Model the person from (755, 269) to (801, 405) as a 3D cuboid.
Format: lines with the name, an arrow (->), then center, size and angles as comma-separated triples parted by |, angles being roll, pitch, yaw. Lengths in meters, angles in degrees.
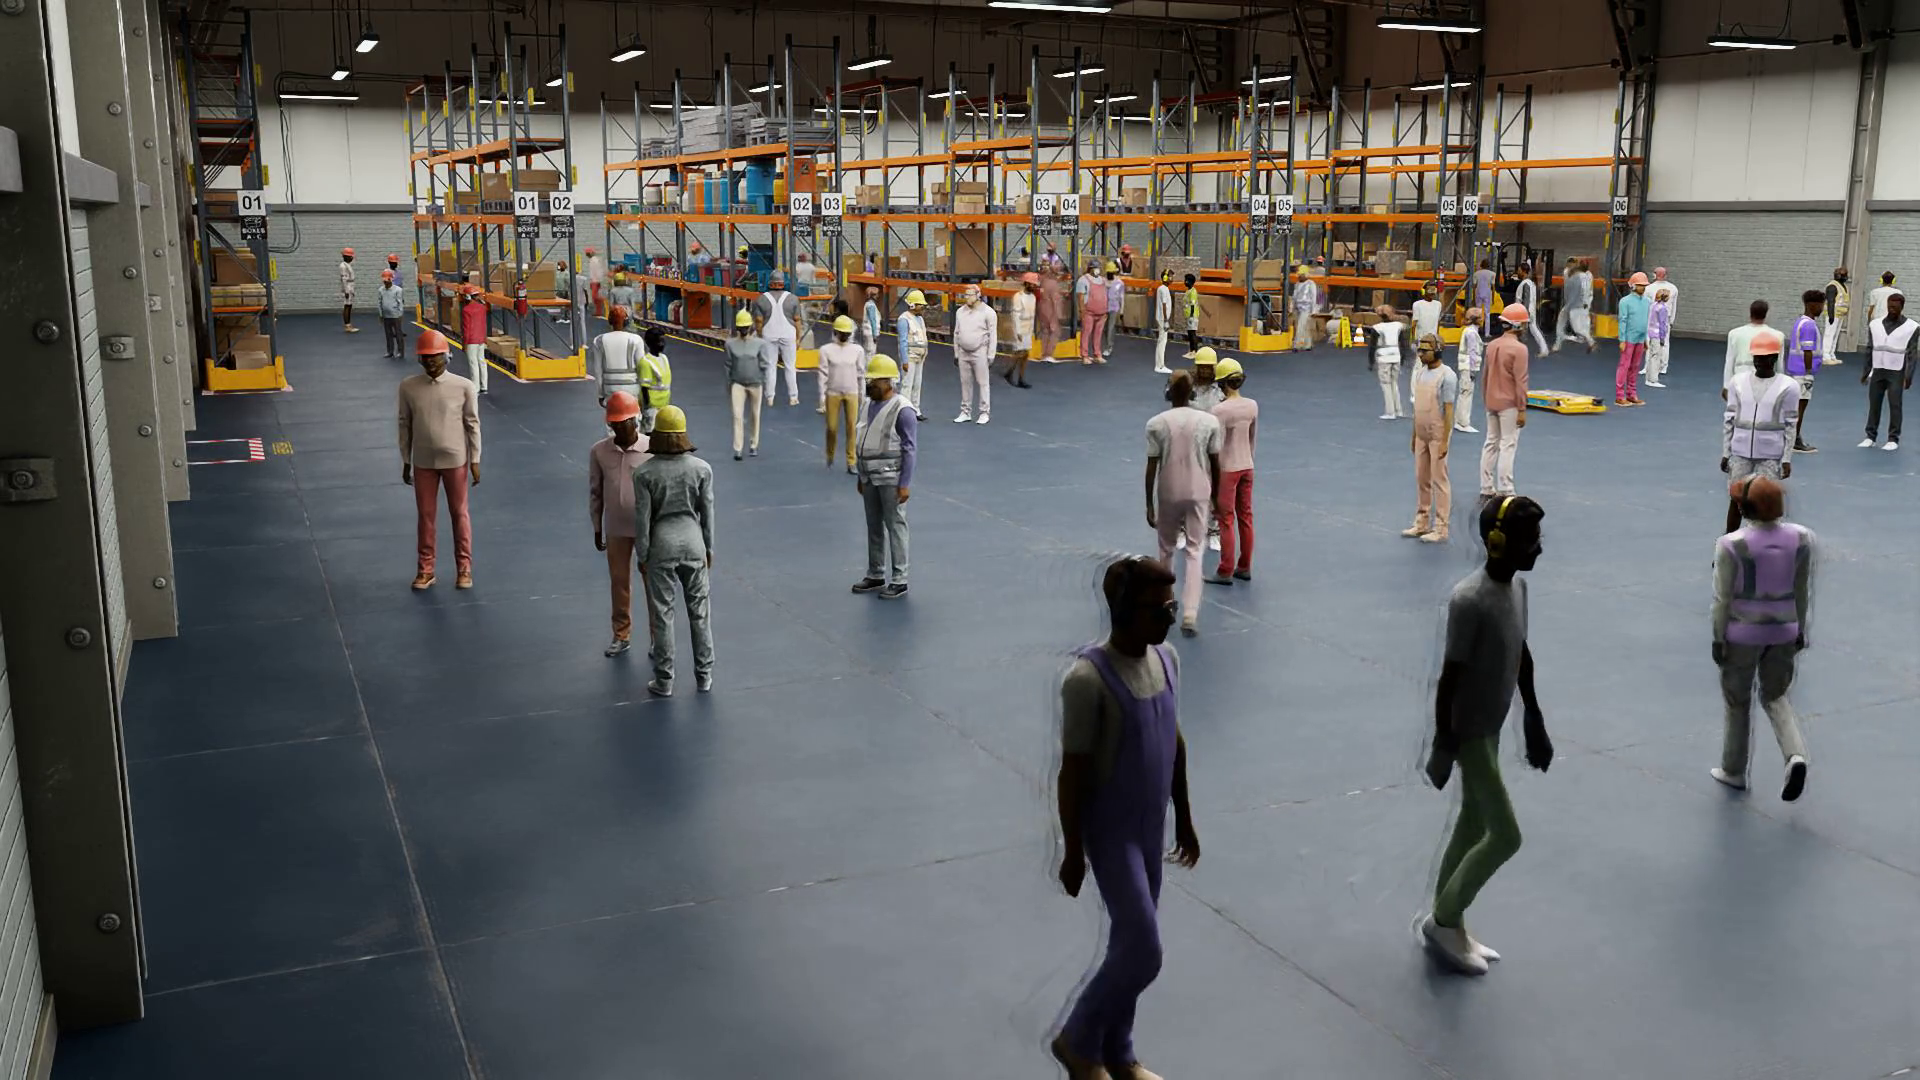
person -> -2.726, -3.043, 24.996 | 0.673, 2.000, 0.536 | -1, 11, -5

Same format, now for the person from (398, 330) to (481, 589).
person -> -3.985, -0.611, 12.749 | 0.612, 1.996, 0.388 | -1, 11, -3

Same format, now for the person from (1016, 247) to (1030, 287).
person -> 1.888, -7.523, 48.106 | 0.611, 1.903, 0.448 | -5, 12, -23

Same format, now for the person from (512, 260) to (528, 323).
person -> -11.567, -6.582, 43.646 | 0.576, 1.779, 0.962 | 1, 11, 3

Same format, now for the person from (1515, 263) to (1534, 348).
person -> 10.892, -4.394, 32.171 | 0.380, 1.918, 0.596 | 2, 11, 12

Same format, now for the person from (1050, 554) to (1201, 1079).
person -> 0.548, 0.941, 5.303 | 0.413, 1.831, 0.524 | 8, 14, 36

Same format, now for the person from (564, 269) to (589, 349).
person -> -8.113, -4.964, 35.230 | 0.510, 1.861, 0.326 | -2, 11, -8

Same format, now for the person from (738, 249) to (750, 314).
person -> -6.085, -7.260, 46.920 | 0.502, 1.849, 0.561 | -4, 12, -20

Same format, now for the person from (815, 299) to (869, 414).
person -> -1.630, -2.650, 24.017 | 0.934, 1.645, 0.531 | -7, 13, -33

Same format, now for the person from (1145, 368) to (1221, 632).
person -> 1.540, -0.280, 11.517 | 0.522, 1.818, 0.744 | 2, 11, 9

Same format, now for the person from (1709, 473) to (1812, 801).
person -> 3.934, 0.484, 8.129 | 0.534, 1.619, 0.564 | -1, 11, -6

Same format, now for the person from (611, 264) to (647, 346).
person -> -7.107, -4.972, 35.422 | 0.956, 1.788, 0.565 | 9, 14, 38

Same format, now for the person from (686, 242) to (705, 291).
person -> -7.764, -7.647, 48.449 | 0.627, 2.018, 0.795 | 5, 12, 25

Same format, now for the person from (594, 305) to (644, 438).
person -> -3.669, -1.600, 18.065 | 0.575, 1.883, 0.355 | 1, 11, 6

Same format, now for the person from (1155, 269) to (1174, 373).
person -> 3.704, -3.955, 30.087 | 0.328, 1.865, 0.521 | 0, 11, -2

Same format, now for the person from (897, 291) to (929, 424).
person -> -0.637, -2.494, 22.767 | 0.403, 1.824, 0.592 | 5, 12, 25

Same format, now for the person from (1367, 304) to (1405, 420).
person -> 5.965, -2.478, 23.222 | 0.545, 1.609, 0.378 | -5, 12, -24

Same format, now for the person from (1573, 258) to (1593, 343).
person -> 13.900, -5.327, 37.037 | 0.349, 1.877, 0.576 | 1, 11, 6

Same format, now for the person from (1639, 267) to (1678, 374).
person -> 12.450, -3.907, 29.724 | 0.636, 1.911, 0.404 | -1, 11, -6

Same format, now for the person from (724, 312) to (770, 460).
person -> -2.488, -1.791, 19.421 | 0.540, 1.724, 0.863 | -1, 11, -4

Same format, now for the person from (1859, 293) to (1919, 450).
person -> 11.357, -2.054, 20.312 | 0.391, 1.910, 0.594 | -8, 14, -35

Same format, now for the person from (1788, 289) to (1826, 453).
person -> 10.217, -2.045, 20.111 | 0.367, 1.966, 0.604 | 3, 12, 15

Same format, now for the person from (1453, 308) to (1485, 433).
person -> 6.711, -2.230, 21.926 | 0.343, 1.637, 0.574 | 2, 11, 9

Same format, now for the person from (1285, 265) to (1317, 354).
person -> 6.938, -4.716, 34.110 | 0.849, 1.794, 0.613 | -6, 12, -27

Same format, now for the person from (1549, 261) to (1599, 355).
person -> 12.522, -4.713, 33.856 | 0.959, 1.907, 0.622 | 0, 11, 0

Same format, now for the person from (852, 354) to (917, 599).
person -> -0.584, -0.478, 12.493 | 0.404, 1.830, 0.600 | -10, 15, -41

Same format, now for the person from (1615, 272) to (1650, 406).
person -> 10.090, -3.002, 24.905 | 0.613, 1.994, 0.381 | -7, 13, -31

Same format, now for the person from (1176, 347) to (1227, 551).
person -> 2.075, -0.775, 14.225 | 0.487, 1.746, 0.289 | 2, 11, 11

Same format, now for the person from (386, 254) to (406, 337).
person -> -13.136, -5.673, 38.668 | 0.396, 1.930, 0.539 | 4, 12, 21

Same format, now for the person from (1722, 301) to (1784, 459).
person -> 9.078, -1.793, 19.064 | 0.616, 1.870, 0.968 | 4, 12, 21

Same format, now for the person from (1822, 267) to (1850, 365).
person -> 16.730, -4.272, 31.747 | 0.619, 1.845, 0.430 | -11, 15, -44

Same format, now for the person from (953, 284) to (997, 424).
person -> 0.181, -2.539, 22.776 | 0.651, 1.906, 0.402 | 7, 13, 31

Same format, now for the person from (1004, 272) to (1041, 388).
person -> 1.067, -3.436, 27.338 | 0.514, 1.907, 0.571 | 9, 14, 39

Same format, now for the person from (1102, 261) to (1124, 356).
person -> 3.057, -4.706, 33.795 | 0.591, 1.905, 0.747 | 5, 12, 23
